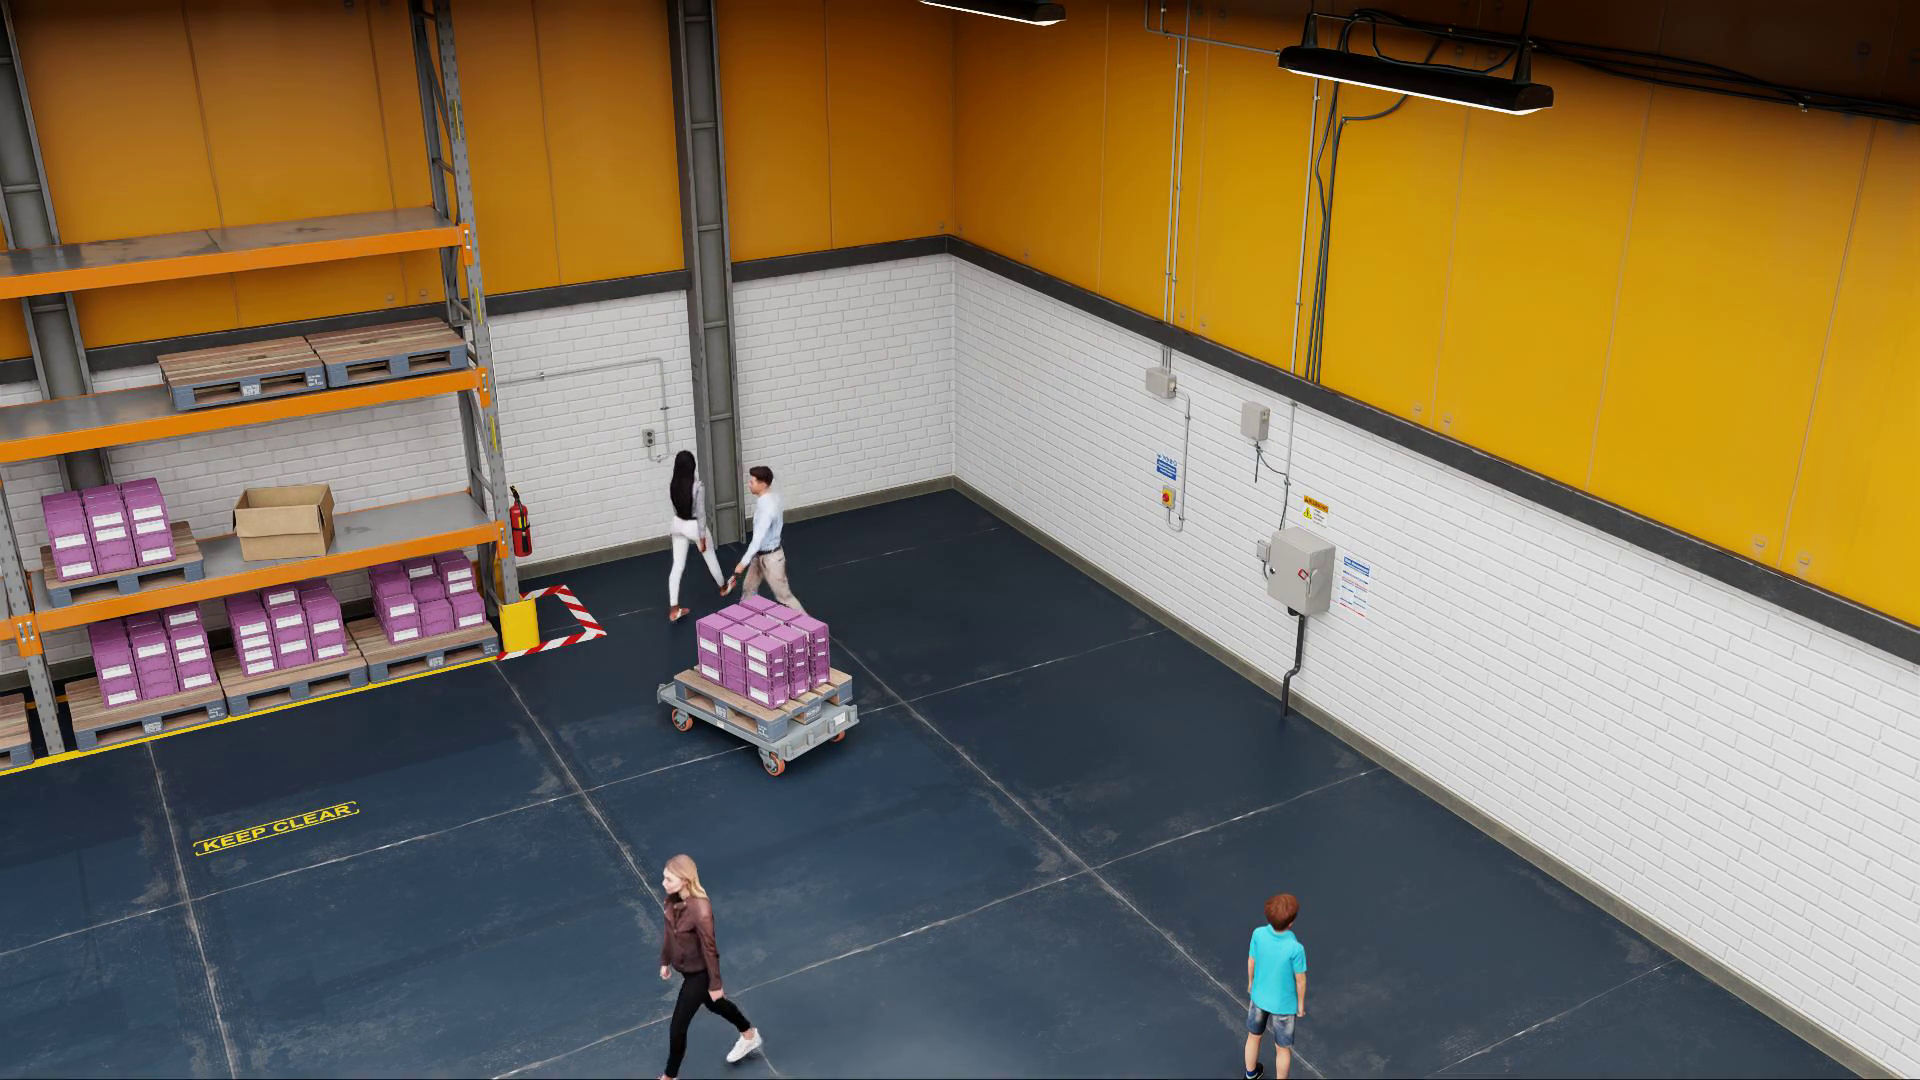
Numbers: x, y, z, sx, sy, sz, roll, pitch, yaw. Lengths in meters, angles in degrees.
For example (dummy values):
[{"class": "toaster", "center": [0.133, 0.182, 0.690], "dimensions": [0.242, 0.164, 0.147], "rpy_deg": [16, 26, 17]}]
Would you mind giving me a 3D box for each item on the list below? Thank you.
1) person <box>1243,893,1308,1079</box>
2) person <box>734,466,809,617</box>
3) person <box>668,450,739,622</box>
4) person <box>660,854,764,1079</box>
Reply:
[{"class": "person", "center": [1.928, 2.787, 10.206], "dimensions": [0.587, 1.449, 0.585], "rpy_deg": [17, 29, 33]}, {"class": "person", "center": [-1.720, 0.206, 15.689], "dimensions": [1.312, 1.787, 0.965], "rpy_deg": [-2, 24, -6]}, {"class": "person", "center": [-2.710, -0.012, 16.331], "dimensions": [1.018, 1.672, 1.237], "rpy_deg": [13, 27, 27]}, {"class": "person", "center": [-1.560, 2.645, 10.272], "dimensions": [1.133, 1.657, 0.698], "rpy_deg": [-16, 28, -32]}]
